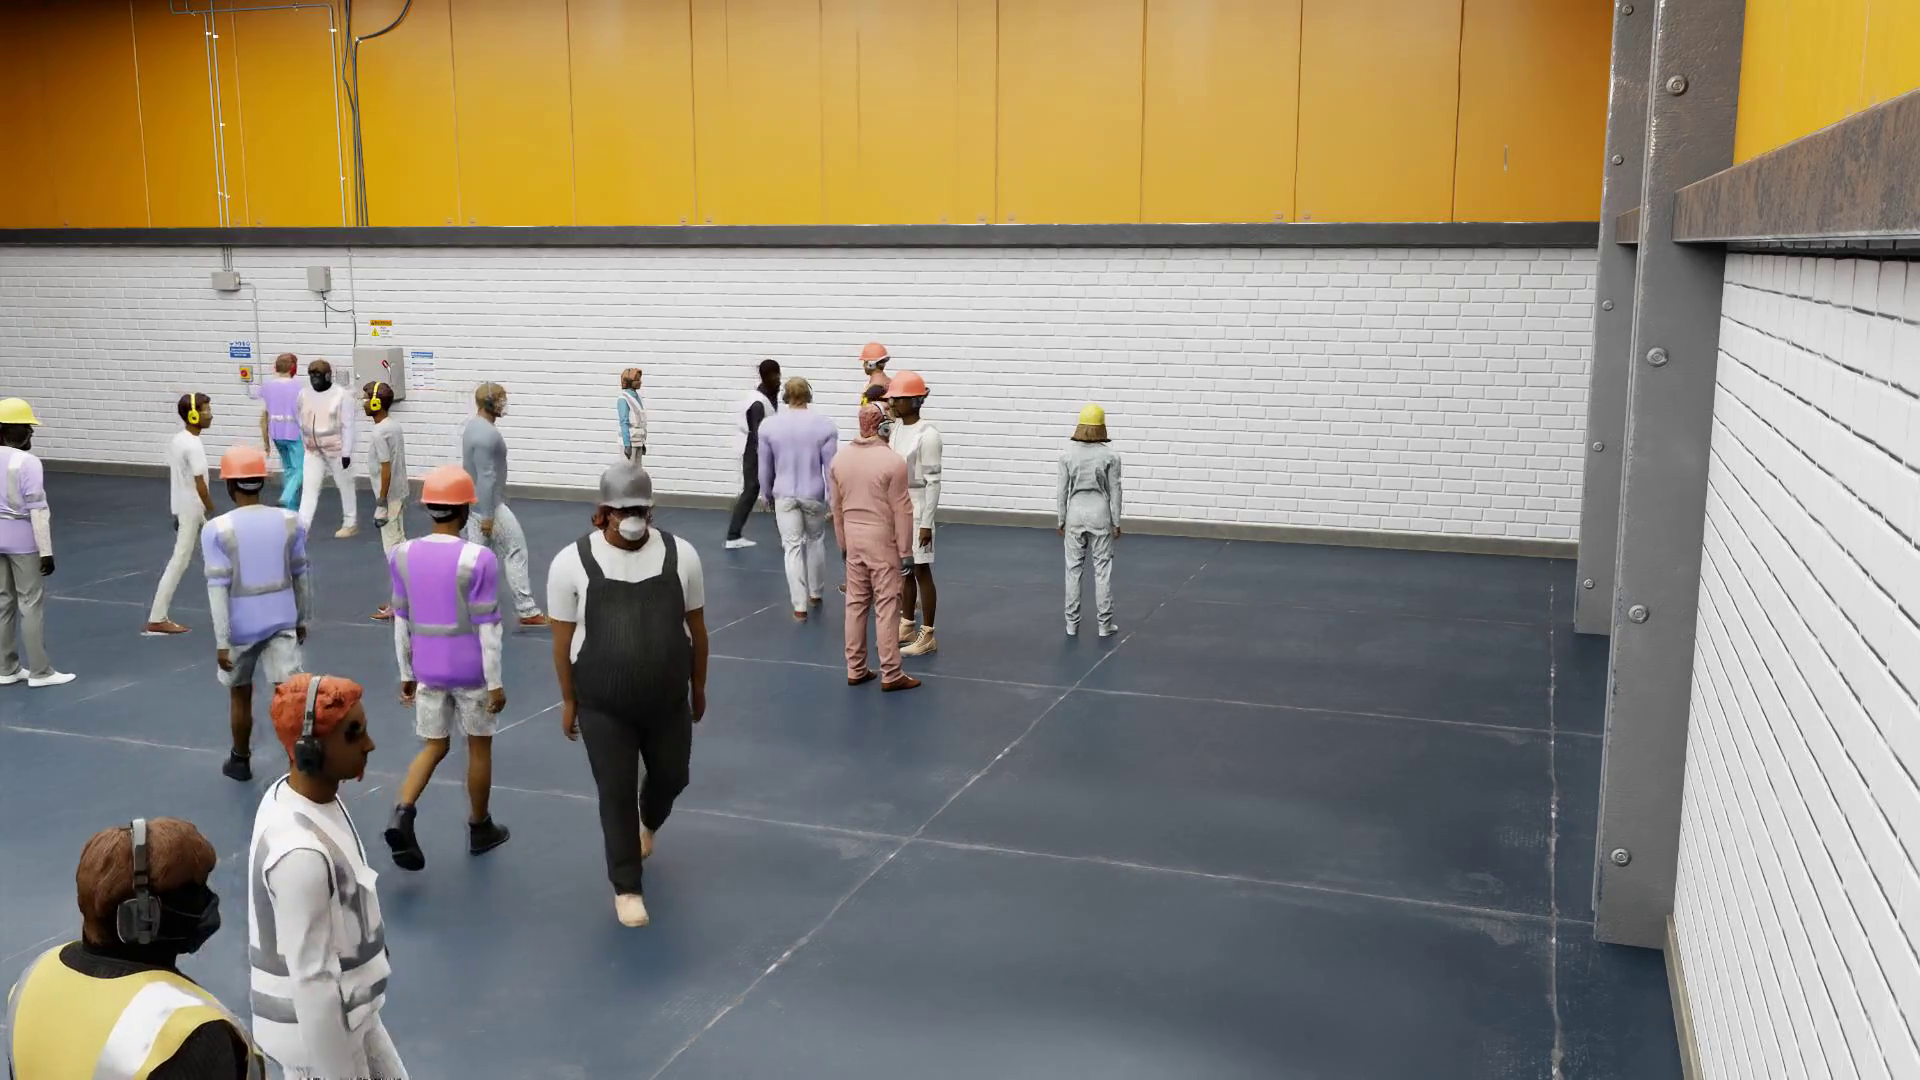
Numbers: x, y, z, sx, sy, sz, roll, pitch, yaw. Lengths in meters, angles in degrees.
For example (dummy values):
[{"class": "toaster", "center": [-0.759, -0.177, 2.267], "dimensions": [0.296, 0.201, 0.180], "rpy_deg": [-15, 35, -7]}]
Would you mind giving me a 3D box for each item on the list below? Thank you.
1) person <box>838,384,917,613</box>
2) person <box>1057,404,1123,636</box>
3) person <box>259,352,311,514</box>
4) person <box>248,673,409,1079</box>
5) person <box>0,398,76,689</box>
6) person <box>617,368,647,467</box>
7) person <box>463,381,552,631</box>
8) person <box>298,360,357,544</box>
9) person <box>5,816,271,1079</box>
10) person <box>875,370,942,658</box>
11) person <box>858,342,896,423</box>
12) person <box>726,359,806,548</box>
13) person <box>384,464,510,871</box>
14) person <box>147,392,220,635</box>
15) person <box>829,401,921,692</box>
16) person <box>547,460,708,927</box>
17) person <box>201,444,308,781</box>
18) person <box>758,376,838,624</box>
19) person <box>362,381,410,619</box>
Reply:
[{"class": "person", "center": [-0.665, -0.342, 13.422], "dimensions": [0.498, 1.796, 1.001], "rpy_deg": [-8, 13, -39]}, {"class": "person", "center": [0.975, -0.150, 12.499], "dimensions": [0.492, 1.742, 0.323], "rpy_deg": [2, 10, 13]}, {"class": "person", "center": [-7.061, -1.057, 17.444], "dimensions": [0.556, 1.811, 0.809], "rpy_deg": [1, 10, 8]}, {"class": "person", "center": [-1.600, 1.245, 4.292], "dimensions": [0.420, 1.865, 0.602], "rpy_deg": [-3, 11, -18]}, {"class": "person", "center": [-6.231, 0.024, 11.013], "dimensions": [0.590, 1.923, 0.384], "rpy_deg": [4, 11, 21]}, {"class": "person", "center": [-3.456, -0.997, 17.560], "dimensions": [0.309, 1.641, 0.514], "rpy_deg": [1, 10, 7]}, {"class": "person", "center": [-3.422, -0.245, 12.563], "dimensions": [0.861, 1.906, 0.656], "rpy_deg": [-4, 11, -22]}, {"class": "person", "center": [-6.267, -0.854, 16.323], "dimensions": [0.650, 1.791, 0.954], "rpy_deg": [2, 10, 11]}, {"class": "person", "center": [-1.563, 1.439, 3.288], "dimensions": [0.625, 1.840, 0.430], "rpy_deg": [7, 12, 34]}, {"class": "person", "center": [-0.366, -0.187, 11.865], "dimensions": [0.378, 2.044, 0.607], "rpy_deg": [-6, 12, -32]}, {"class": "person", "center": [-0.801, -0.921, 16.139], "dimensions": [0.396, 1.991, 0.623], "rpy_deg": [3, 10, 16]}, {"class": "person", "center": [-1.875, -0.809, 15.926], "dimensions": [0.854, 1.849, 0.631], "rpy_deg": [3, 11, 17]}, {"class": "person", "center": [-2.409, 0.607, 7.766], "dimensions": [0.548, 1.916, 0.745], "rpy_deg": [3, 10, 15]}, {"class": "person", "center": [-5.740, -0.204, 12.601], "dimensions": [0.985, 1.813, 0.559], "rpy_deg": [-6, 12, -30]}, {"class": "person", "center": [-0.540, 0.040, 10.966], "dimensions": [0.637, 1.911, 0.406], "rpy_deg": [8, 13, 37]}, {"class": "person", "center": [-1.462, 0.610, 7.384], "dimensions": [0.689, 2.000, 0.768], "rpy_deg": [-4, 11, -22]}, {"class": "person", "center": [-3.703, 0.435, 8.825], "dimensions": [0.561, 1.892, 1.009], "rpy_deg": [-9, 14, -42]}, {"class": "person", "center": [-1.275, -0.342, 13.123], "dimensions": [0.628, 1.901, 0.900], "rpy_deg": [-1, 10, -8]}, {"class": "person", "center": [-4.500, -0.304, 13.040], "dimensions": [0.334, 1.863, 0.521], "rpy_deg": [-1, 10, -4]}]
